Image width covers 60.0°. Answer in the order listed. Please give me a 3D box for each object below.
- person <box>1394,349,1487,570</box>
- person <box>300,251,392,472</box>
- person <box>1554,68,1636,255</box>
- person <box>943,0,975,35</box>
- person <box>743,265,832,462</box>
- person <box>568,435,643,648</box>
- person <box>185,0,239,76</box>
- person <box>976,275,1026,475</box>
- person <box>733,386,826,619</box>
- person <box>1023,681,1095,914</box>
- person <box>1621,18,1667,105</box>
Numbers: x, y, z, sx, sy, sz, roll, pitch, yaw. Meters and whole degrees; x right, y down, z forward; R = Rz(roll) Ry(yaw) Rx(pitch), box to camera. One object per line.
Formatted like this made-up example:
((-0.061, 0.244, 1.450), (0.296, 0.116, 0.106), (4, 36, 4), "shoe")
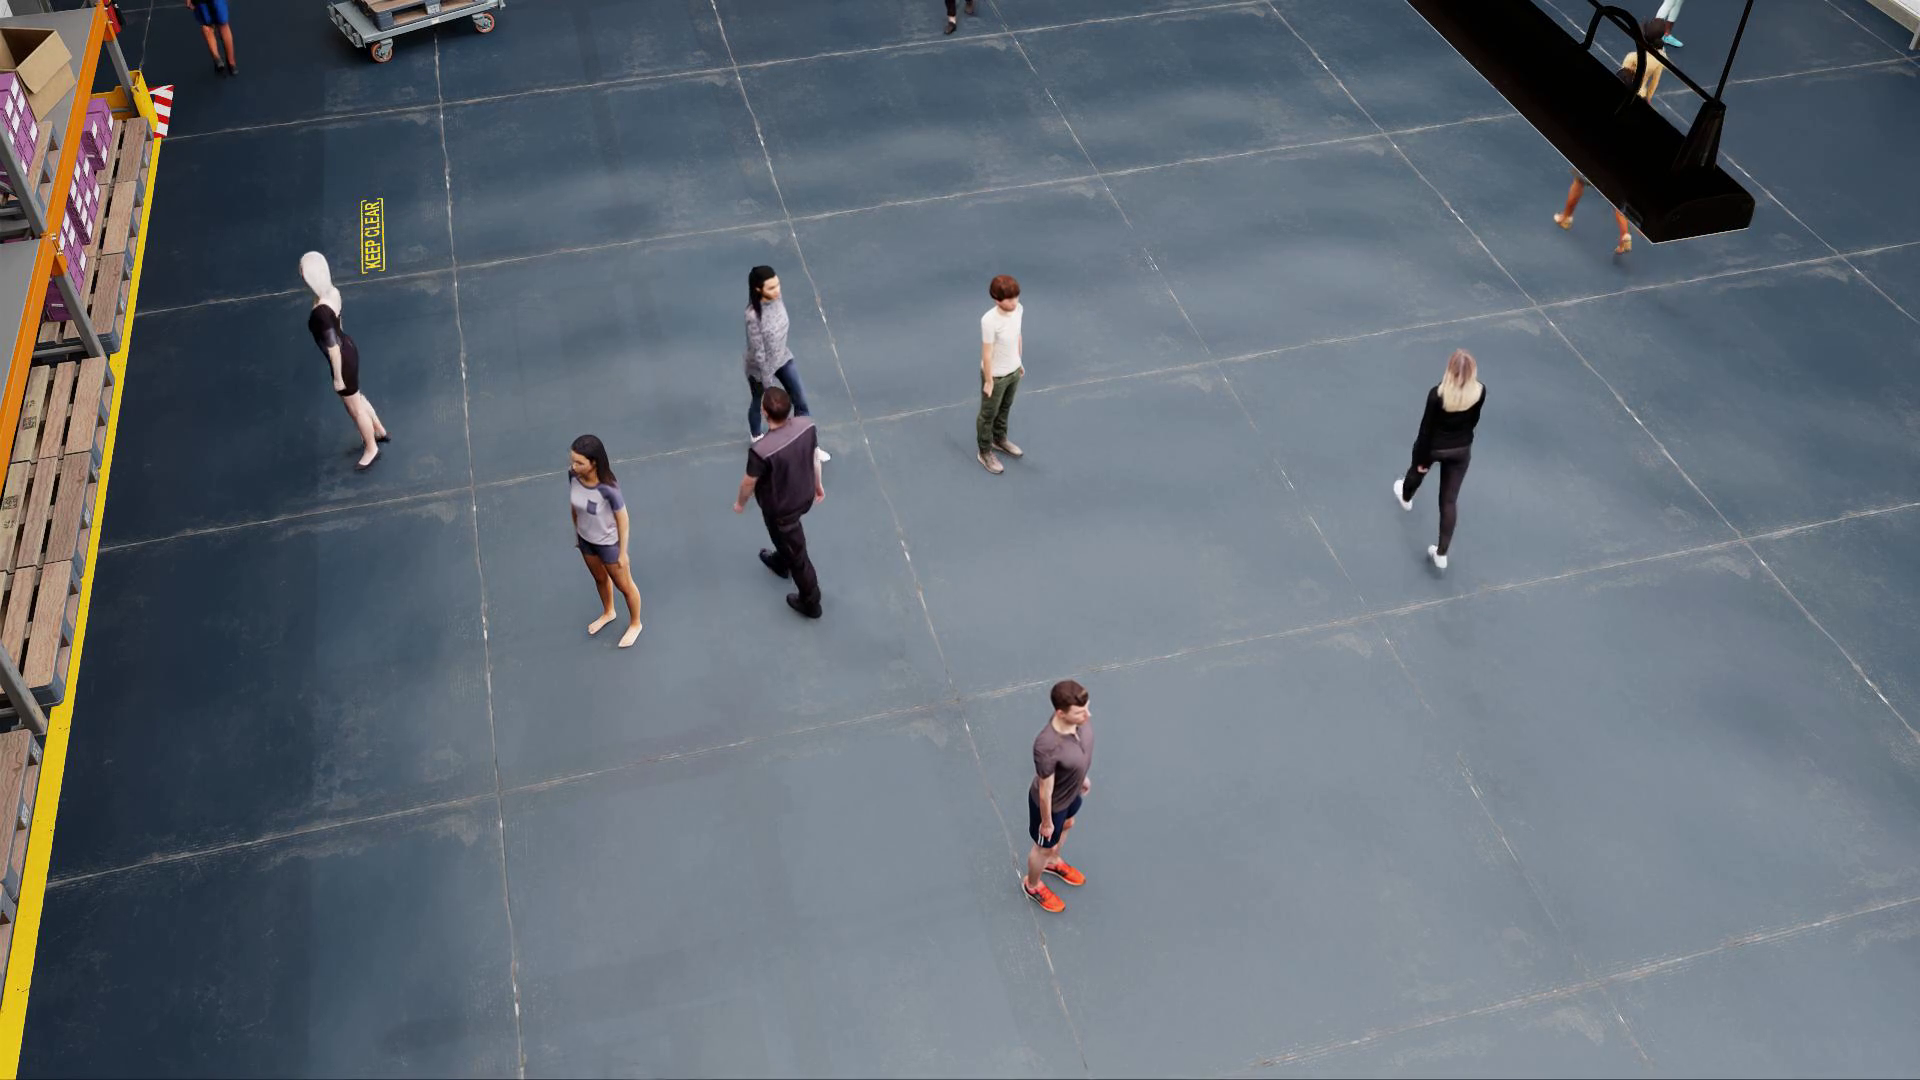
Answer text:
((3.394, -0.545, 11.552), (0.797, 1.639, 1.217), (-2, 44, -2), "person")
((-4.522, -1.289, 12.203), (0.702, 1.818, 0.495), (-23, 48, -22), "person")
((5.658, -3.237, 14.370), (0.667, 1.650, 1.128), (-17, 46, -17), "person")
((-0.012, -6.105, 17.516), (0.863, 1.463, 0.965), (16, 46, 16), "person")
((-1.486, -1.319, 12.317), (1.025, 1.704, 0.936), (26, 50, 25), "person")
((-2.343, -0.006, 10.918), (0.650, 1.734, 0.714), (23, 48, 22), "person")
((-7.519, -5.449, 16.593), (0.610, 1.787, 0.719), (-13, 45, -13), "person")
((0.301, -1.257, 12.289), (0.688, 1.654, 0.657), (33, 53, 30), "person")
((-1.085, -0.197, 11.057), (1.100, 1.818, 1.006), (28, 50, 26), "person")
((0.547, 1.406, 9.351), (0.759, 1.851, 0.702), (22, 48, 21), "person")
((6.100, -3.917, 15.086), (0.591, 1.648, 0.790), (-10, 45, -10), "person")
